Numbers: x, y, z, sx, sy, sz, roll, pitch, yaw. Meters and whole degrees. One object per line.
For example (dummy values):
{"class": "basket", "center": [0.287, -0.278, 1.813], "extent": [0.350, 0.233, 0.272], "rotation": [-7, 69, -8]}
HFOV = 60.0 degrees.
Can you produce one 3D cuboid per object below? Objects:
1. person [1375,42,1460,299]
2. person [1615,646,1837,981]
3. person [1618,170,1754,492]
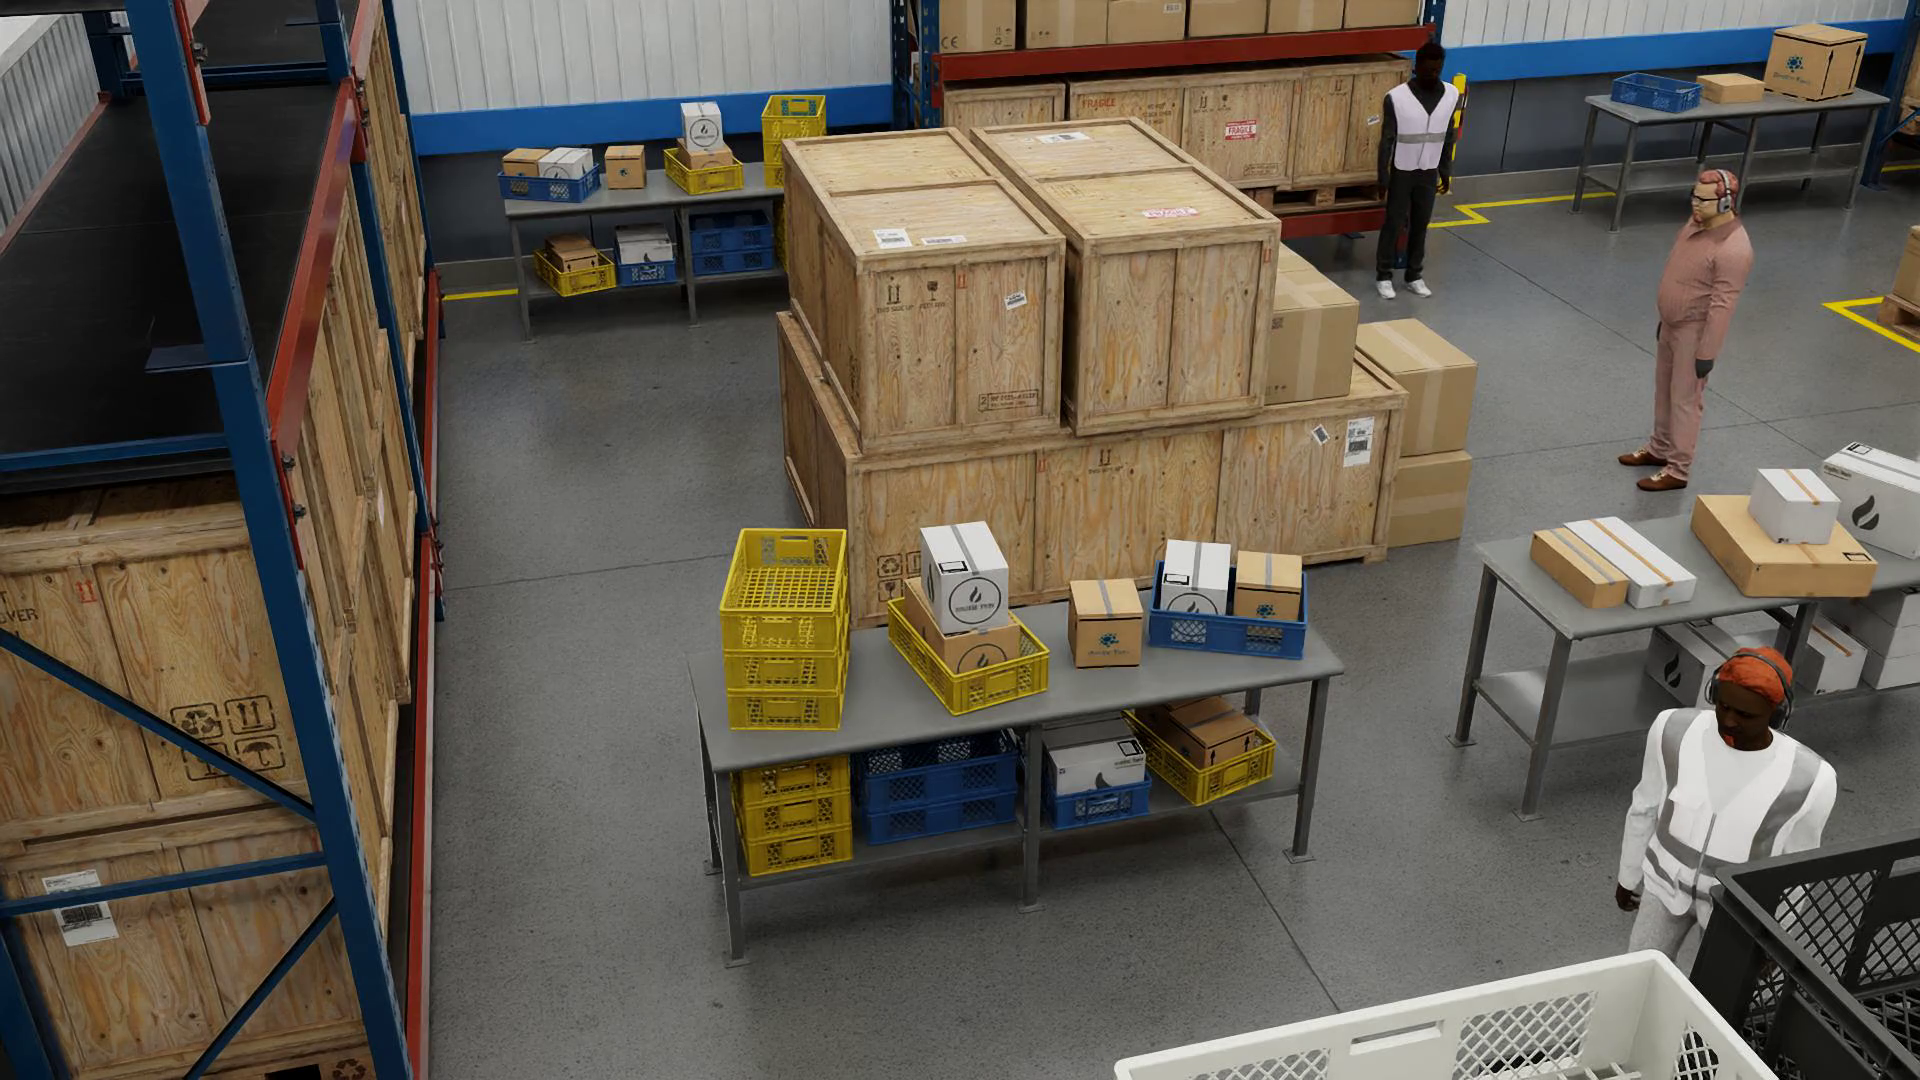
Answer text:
{"class": "person", "center": [3.376, -2.750, 12.399], "extent": [0.598, 1.910, 0.402], "rotation": [-7, 30, -13]}
{"class": "person", "center": [2.383, 1.153, 5.347], "extent": [0.569, 1.879, 0.356], "rotation": [24, 37, 36]}
{"class": "person", "center": [4.198, -1.205, 9.605], "extent": [0.397, 1.899, 0.648], "rotation": [0, 29, 0]}
